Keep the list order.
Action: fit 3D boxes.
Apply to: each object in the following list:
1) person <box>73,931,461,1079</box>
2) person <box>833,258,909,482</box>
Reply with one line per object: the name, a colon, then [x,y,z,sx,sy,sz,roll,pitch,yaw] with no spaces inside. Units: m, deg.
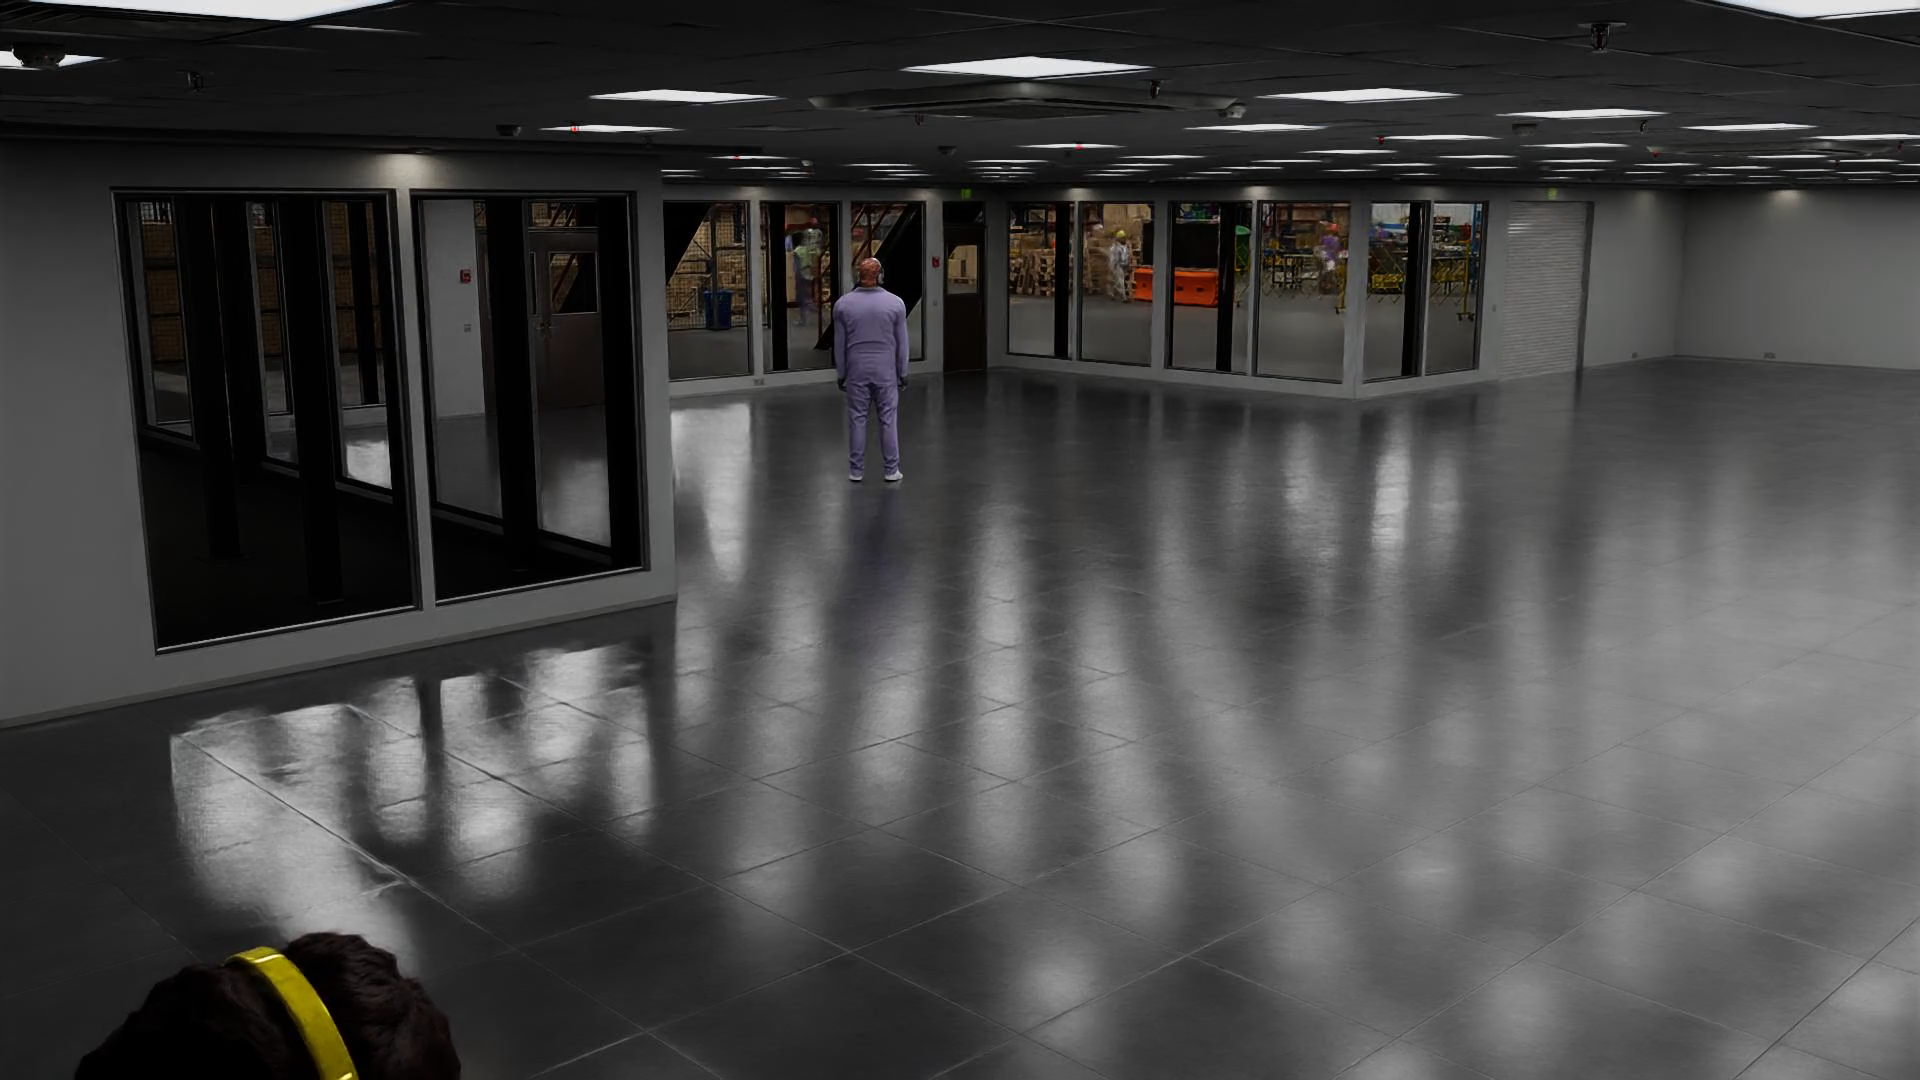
person: [-0.412,1.170,1.249,0.502,1.862,0.328,10,15,41]
person: [-0.748,-1.436,14.162,0.642,1.909,0.409,0,11,2]
